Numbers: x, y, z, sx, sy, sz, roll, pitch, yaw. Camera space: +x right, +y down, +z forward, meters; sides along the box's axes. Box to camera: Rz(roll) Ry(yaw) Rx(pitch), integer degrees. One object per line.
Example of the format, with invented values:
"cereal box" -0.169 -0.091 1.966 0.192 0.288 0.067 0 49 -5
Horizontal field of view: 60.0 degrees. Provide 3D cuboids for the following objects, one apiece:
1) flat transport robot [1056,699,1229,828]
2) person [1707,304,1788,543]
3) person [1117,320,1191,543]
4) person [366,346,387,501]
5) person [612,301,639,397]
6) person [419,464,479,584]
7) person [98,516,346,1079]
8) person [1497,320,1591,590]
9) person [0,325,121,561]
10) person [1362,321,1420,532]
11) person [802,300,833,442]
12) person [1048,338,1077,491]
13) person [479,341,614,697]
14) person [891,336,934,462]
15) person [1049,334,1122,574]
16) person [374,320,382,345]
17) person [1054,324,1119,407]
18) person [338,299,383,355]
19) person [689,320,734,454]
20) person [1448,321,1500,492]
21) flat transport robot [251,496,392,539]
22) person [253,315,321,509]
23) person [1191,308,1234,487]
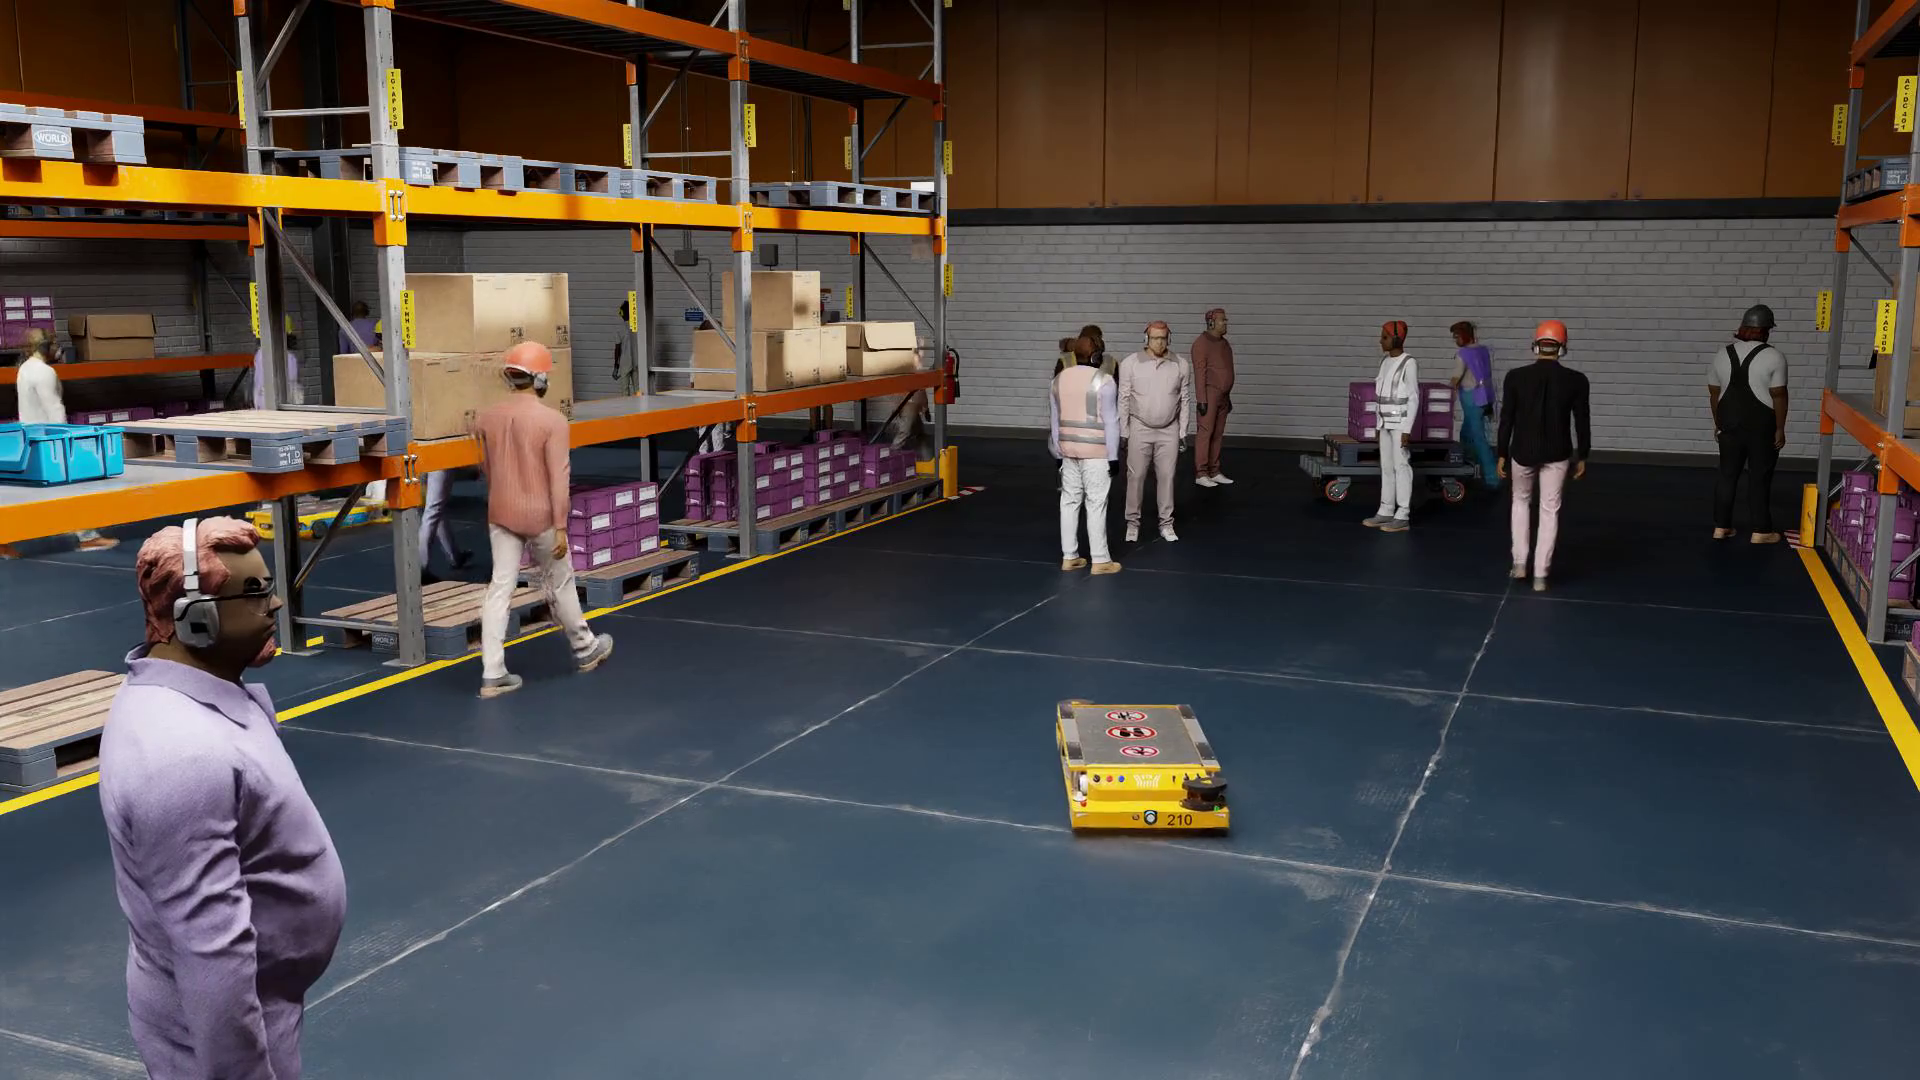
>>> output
"flat transport robot" 0.796 0.992 7.583 0.652 0.197 1.431 0 9 0
"person" 6.822 -1.002 14.316 0.535 2.000 0.674 -6 11 -34
"person" 1.667 -0.927 14.268 0.643 1.908 0.411 -1 9 -5
"person" -5.439 -0.996 15.538 0.312 1.623 0.510 -7 12 -36
"person" -4.729 -2.475 23.757 0.515 1.872 0.328 -8 12 -39
"person" -3.922 -0.561 12.594 0.526 1.721 0.903 4 10 22
"person" -1.378 0.902 3.181 0.407 1.910 0.639 -5 11 -27
"person" 4.332 -0.641 12.339 0.653 1.964 0.756 4 10 21
"person" -7.480 -0.789 13.501 1.018 1.897 0.643 -6 11 -34
"person" 3.886 -1.016 14.880 0.358 1.881 0.574 -2 10 -14
"person" -1.922 -2.279 22.365 0.544 1.939 0.354 -7 12 -36
"person" 1.129 -1.286 17.288 0.369 1.624 0.534 6 11 33
"person" -2.390 -0.142 9.396 0.632 1.939 1.007 3 10 20
"person" -0.527 -1.440 18.319 0.859 1.596 0.533 -3 10 -16
"person" 0.987 -0.660 12.843 0.623 1.845 0.430 9 13 44
"person" -6.437 -1.598 18.756 0.312 1.768 0.522 4 10 25
"person" 1.190 -1.109 15.592 0.640 1.824 0.668 0 9 -2
"person" -8.165 -2.340 22.808 0.642 1.917 0.786 -1 9 -4
"person" -2.333 -1.155 15.756 0.513 1.872 0.328 7 12 38
"person" 5.335 -1.410 17.565 0.897 1.781 0.608 8 12 41
"flat transport robot" -5.668 -0.206 14.843 0.652 0.197 1.431 5 11 29
"person" -6.494 -1.239 16.161 0.605 1.893 0.798 7 12 38
"person" 2.751 -1.535 17.934 0.410 1.913 0.643 7 12 36
